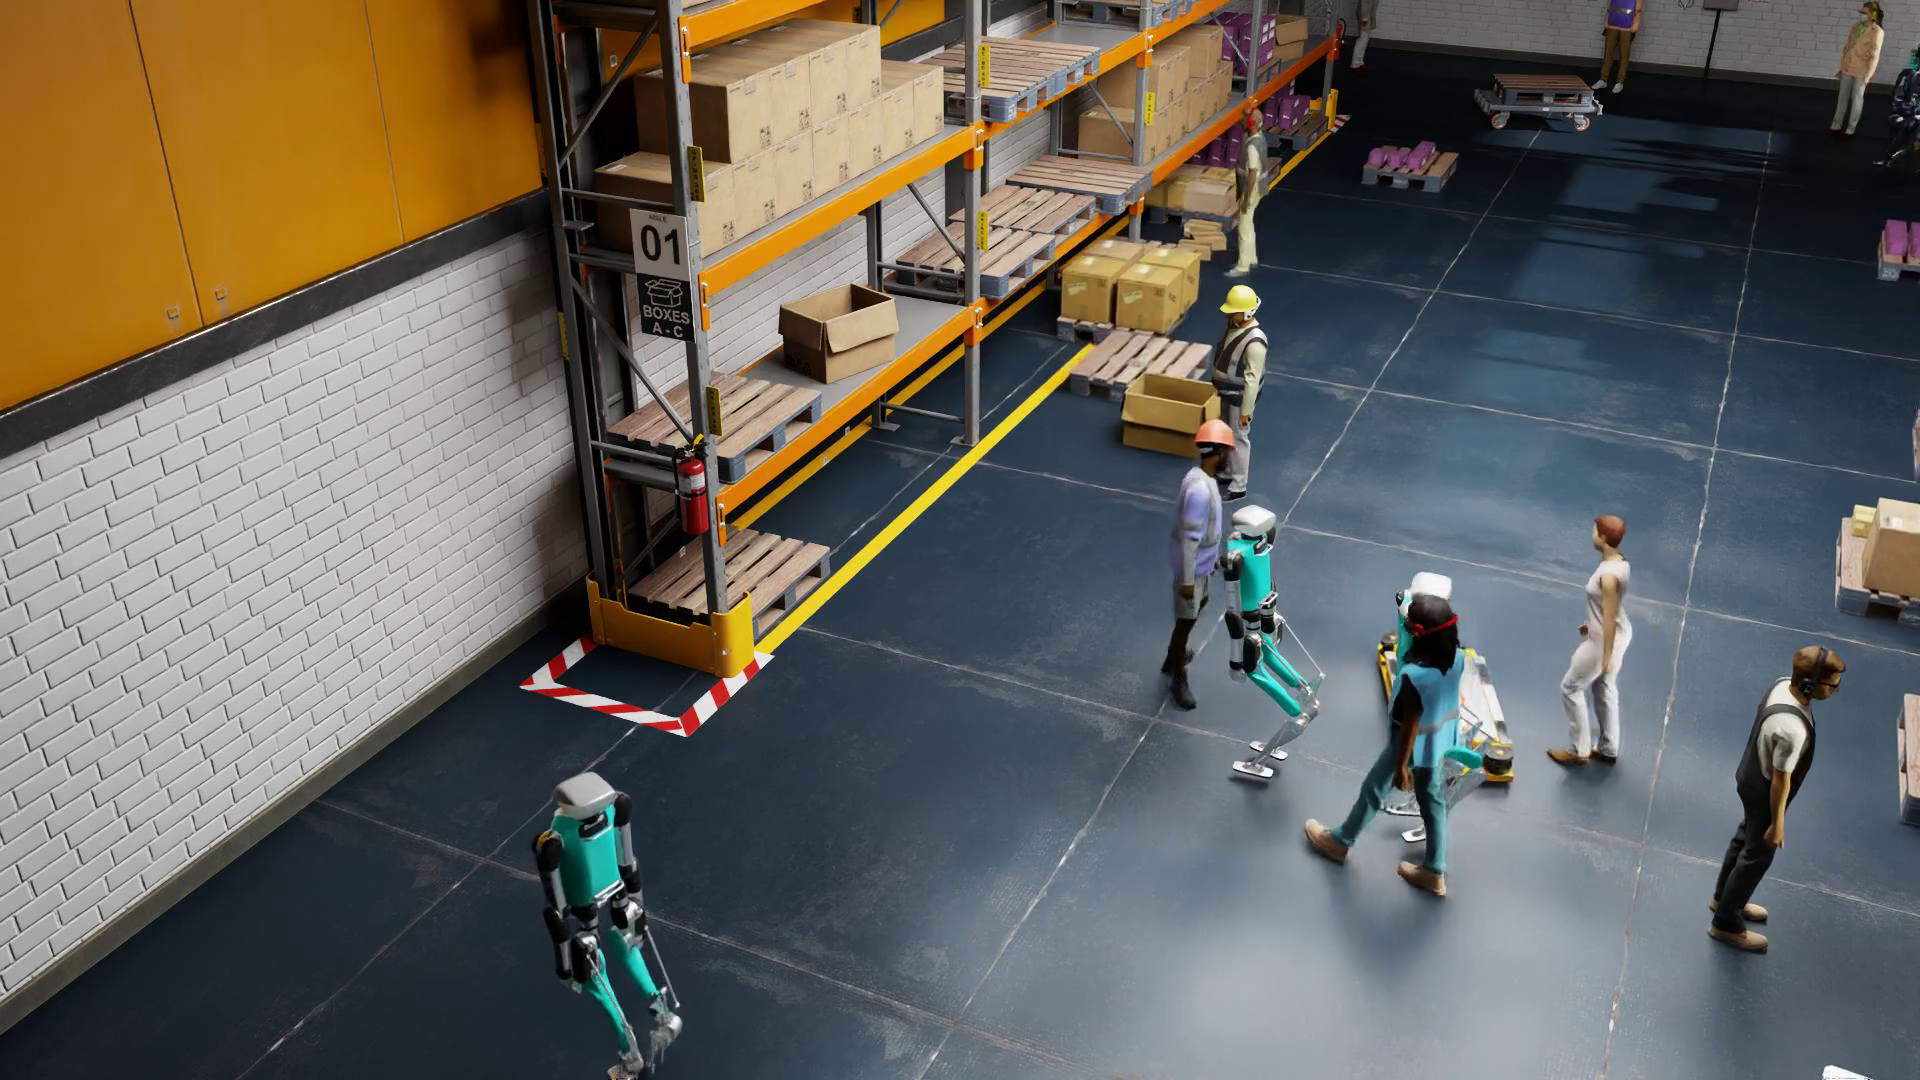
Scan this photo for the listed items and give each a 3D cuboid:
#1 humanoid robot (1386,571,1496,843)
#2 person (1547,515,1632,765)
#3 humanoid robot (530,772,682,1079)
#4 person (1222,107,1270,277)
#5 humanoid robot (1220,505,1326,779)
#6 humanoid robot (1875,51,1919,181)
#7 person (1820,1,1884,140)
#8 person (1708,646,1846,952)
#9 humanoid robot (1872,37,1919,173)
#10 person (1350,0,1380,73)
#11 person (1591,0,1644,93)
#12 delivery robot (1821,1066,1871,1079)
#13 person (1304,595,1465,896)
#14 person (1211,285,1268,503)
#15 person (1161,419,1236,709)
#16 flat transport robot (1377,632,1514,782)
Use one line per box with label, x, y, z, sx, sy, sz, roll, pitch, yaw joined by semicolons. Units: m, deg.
humanoid robot;2.741;0.938;9.302;0.735;1.677;0.533;-2;28;-5
person;3.923;0.631;10.119;0.480;1.617;0.479;16;32;27
humanoid robot;-1.522;1.921;7.638;0.668;1.818;0.552;19;34;31
person;3.150;-3.767;18.083;0.426;1.826;0.611;5;29;9
humanoid robot;1.901;0.643;9.887;0.760;1.686;0.530;18;33;30
humanoid robot;12.169;-5.466;21.381;0.373;1.655;0.615;-11;30;-19
person;12.492;-6.535;23.155;0.391;1.875;0.565;-9;30;-17
person;4.203;1.328;8.619;0.354;1.834;0.520;9;30;16
humanoid robot;12.598;-5.615;21.621;0.943;1.772;0.559;7;29;13
person;6.580;-8.487;26.836;0.377;1.820;0.532;14;31;24
person;10.196;-7.909;25.645;0.423;1.928;0.545;-24;36;-37
delivery robot;4.184;2.686;7.467;0.802;0.614;0.499;16;32;27
person;2.412;1.070;9.109;0.515;1.825;0.849;-22;36;-35
person;2.206;-1.167;13.263;0.403;1.820;0.598;-4;29;-8
person;1.524;0.162;10.741;0.358;1.883;0.669;8;29;14
flat transport robot;3.118;1.066;10.752;0.659;0.231;1.431;3;28;5
